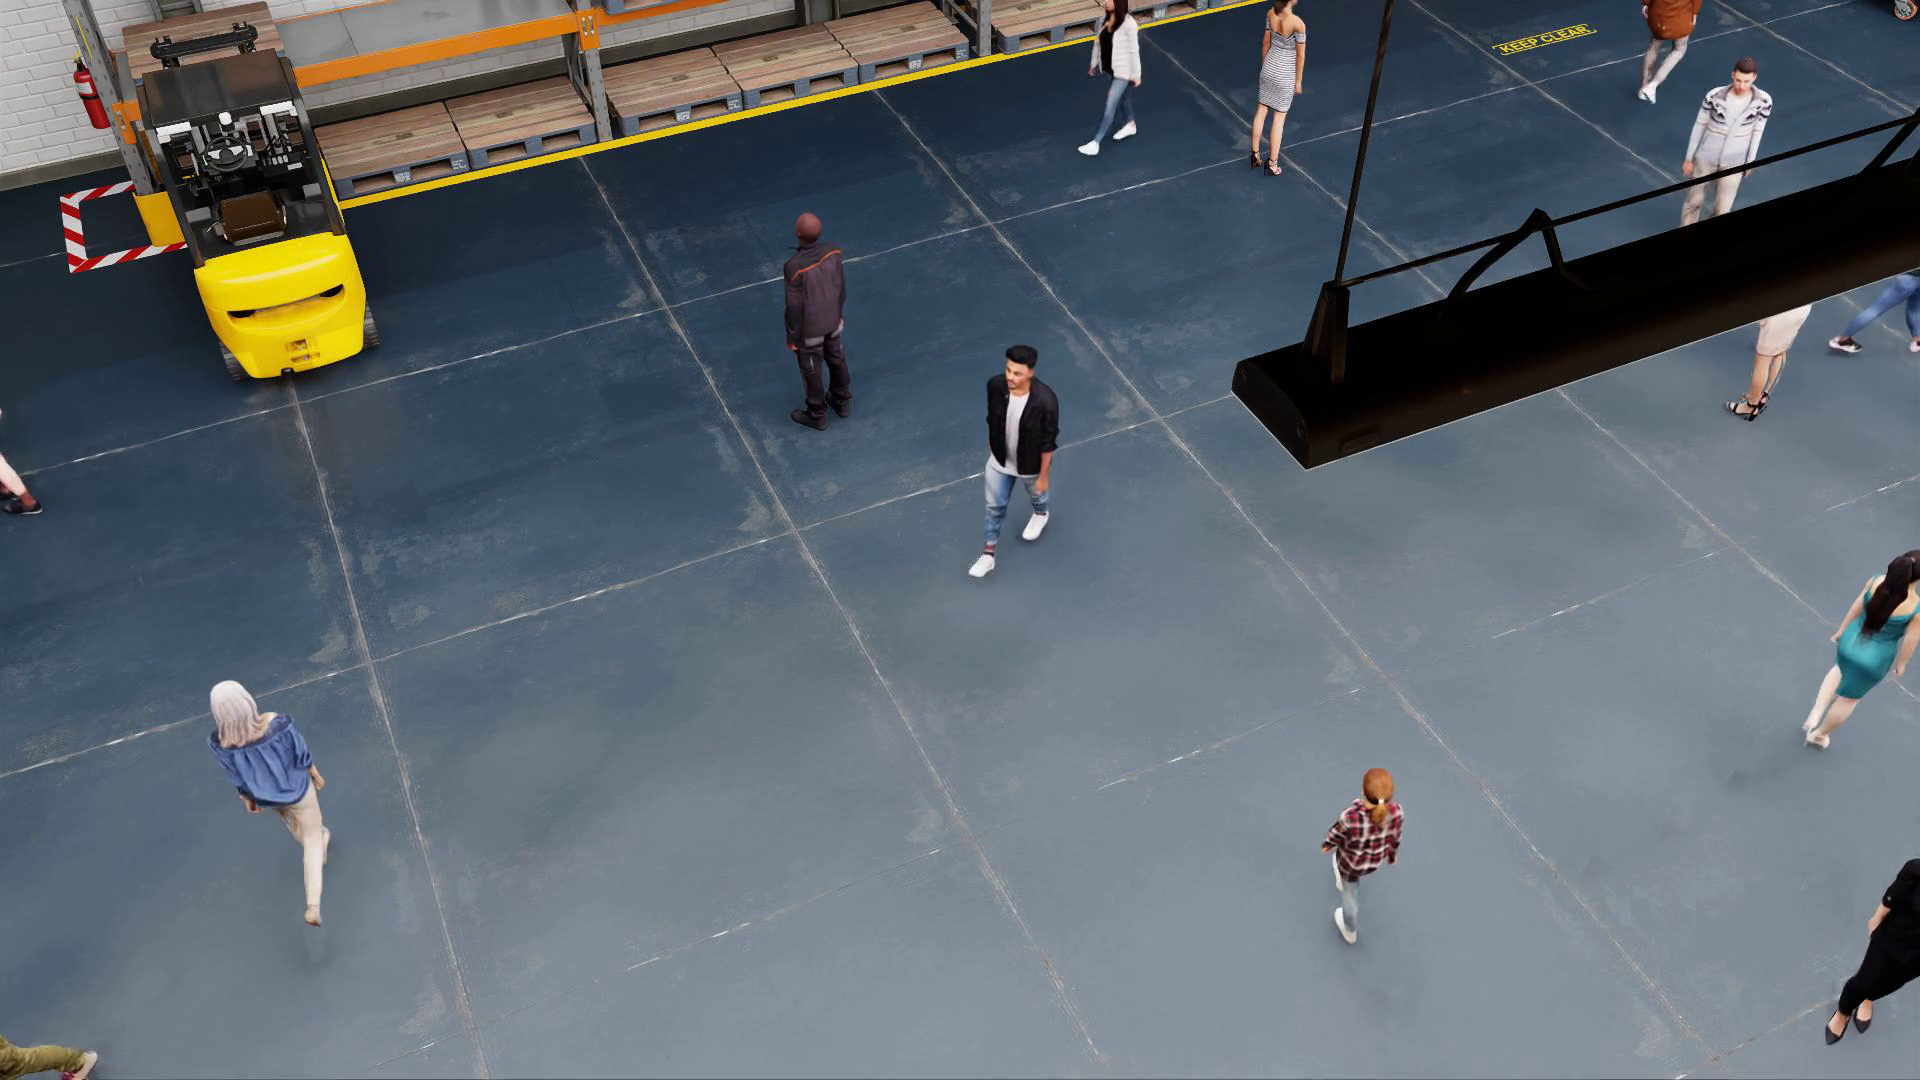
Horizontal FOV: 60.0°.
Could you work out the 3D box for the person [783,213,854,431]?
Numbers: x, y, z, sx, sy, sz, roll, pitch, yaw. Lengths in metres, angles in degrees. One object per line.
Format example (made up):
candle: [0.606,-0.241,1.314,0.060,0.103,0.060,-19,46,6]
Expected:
person: [-1.045,-1.602,12.191,0.634,1.825,0.816,-31,52,-28]

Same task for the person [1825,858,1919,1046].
person: [4.916,1.993,8.547,0.736,1.647,0.793,16,46,16]

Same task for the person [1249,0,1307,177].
person: [2.827,-4.116,14.832,0.624,1.822,0.660,-32,52,-29]

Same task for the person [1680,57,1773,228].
person: [6.346,-3.222,13.884,0.815,1.836,0.868,14,45,14]

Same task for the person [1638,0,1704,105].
person: [6.706,-4.956,15.711,0.894,1.827,0.965,28,50,26]

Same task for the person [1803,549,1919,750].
person: [5.331,0.697,9.888,0.600,1.673,0.600,-23,48,-23]

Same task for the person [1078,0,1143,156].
person: [1.510,-4.343,15.235,1.066,1.595,0.742,-26,50,-25]

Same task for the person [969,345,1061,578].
person: [0.462,-0.626,11.207,1.111,1.768,1.260,22,48,22]

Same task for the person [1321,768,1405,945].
person: [2.209,1.758,9.054,0.774,1.288,0.724,-7,44,-7]

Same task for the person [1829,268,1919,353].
person: [7.264,-2.054,12.851,1.175,1.569,0.946,3,44,3]

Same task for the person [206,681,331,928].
person: [-3.714,1.444,9.106,1.058,1.671,0.835,-7,44,-8]
